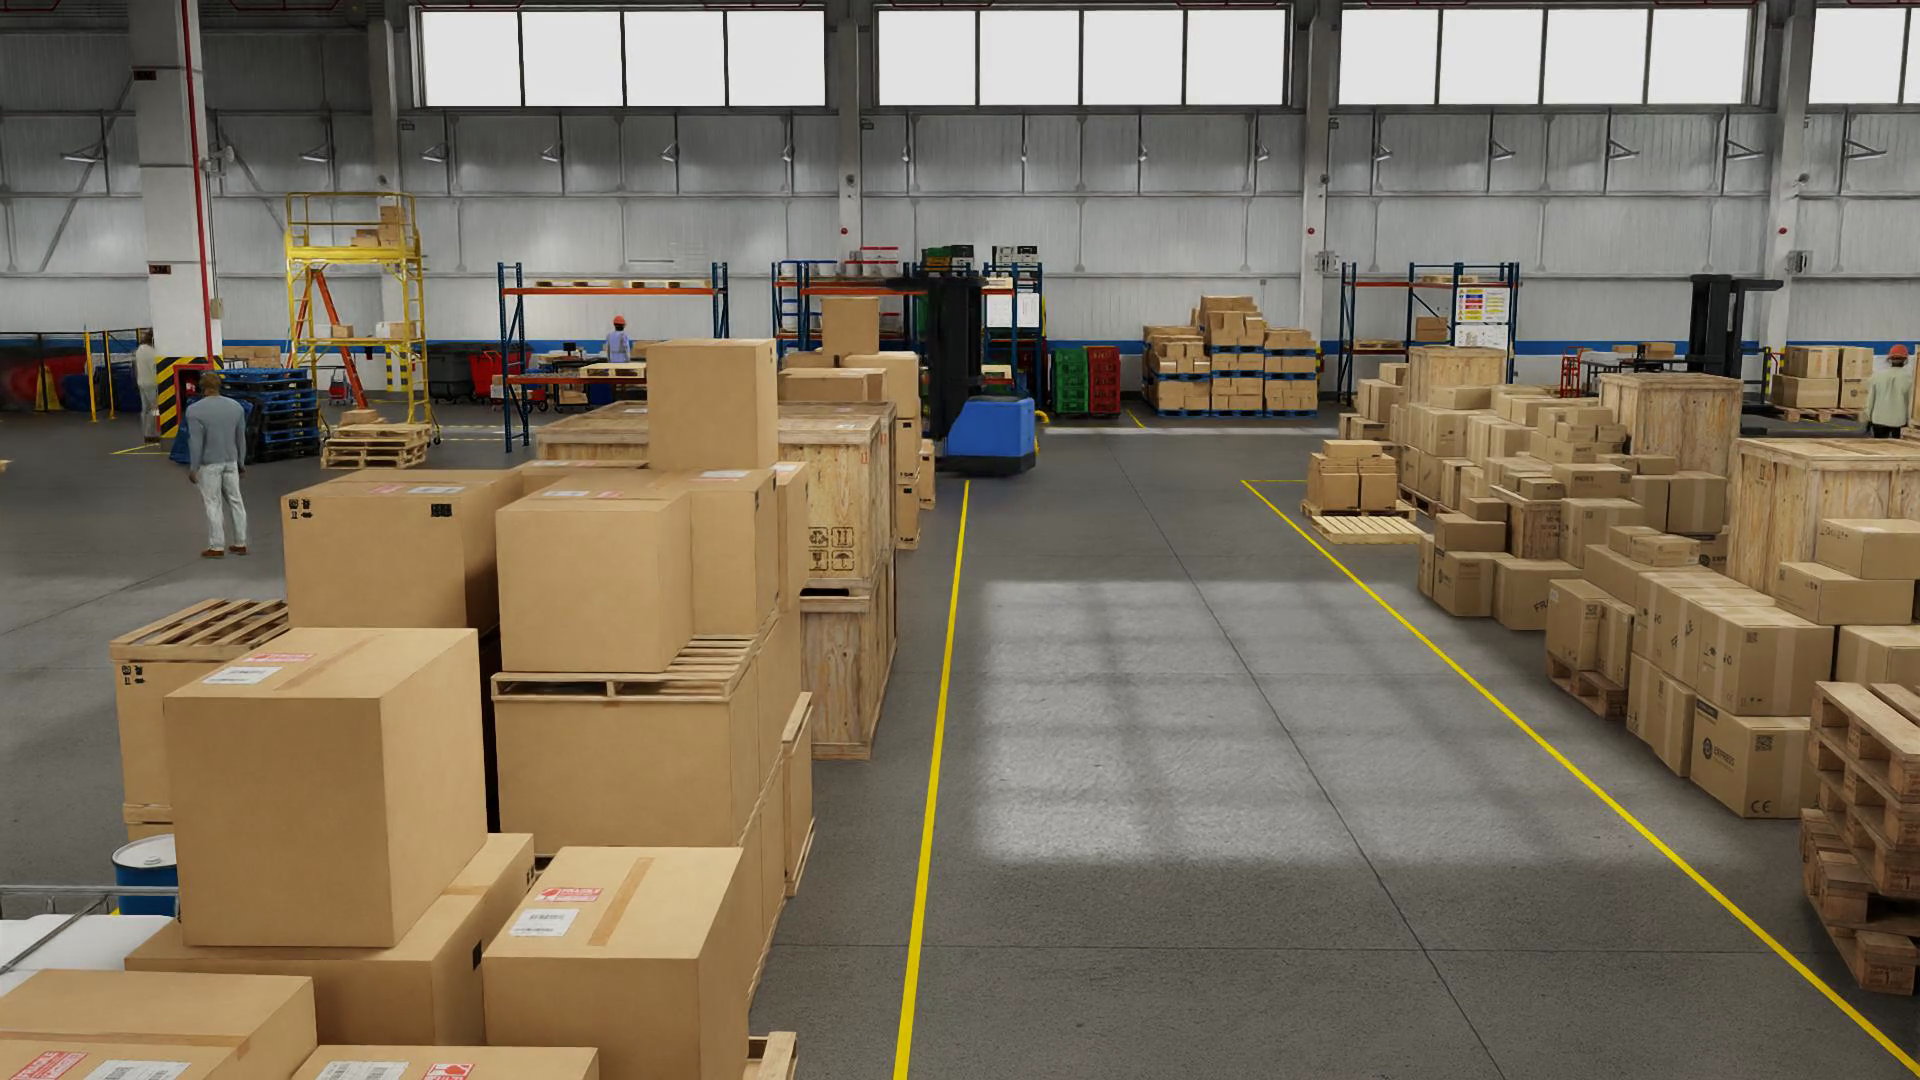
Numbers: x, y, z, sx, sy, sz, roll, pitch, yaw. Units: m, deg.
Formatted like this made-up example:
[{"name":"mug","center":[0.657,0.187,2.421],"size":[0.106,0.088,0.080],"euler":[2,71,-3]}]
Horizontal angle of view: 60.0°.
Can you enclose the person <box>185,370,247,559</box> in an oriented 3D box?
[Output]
[{"name":"person","center":[-7.617,-0.770,17.066],"size":[0.353,1.937,0.635],"euler":[6,11,31]}]

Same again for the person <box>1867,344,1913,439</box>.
[{"name":"person","center":[12.143,-1.559,21.688],"size":[0.621,1.977,0.464],"euler":[9,13,42]}]

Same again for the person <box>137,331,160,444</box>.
[{"name":"person","center":[-13.635,-2.559,27.935],"size":[0.672,1.902,0.432],"euler":[7,12,38]}]

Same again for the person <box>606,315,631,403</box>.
[{"name":"person","center":[-7.078,-3.697,34.604],"size":[0.551,1.933,0.369],"euler":[4,10,23]}]

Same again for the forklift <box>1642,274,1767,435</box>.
[{"name":"forklift","center":[13.101,-3.274,29.247],"size":[1.873,2.768,1.129],"euler":[0,9,1]}]

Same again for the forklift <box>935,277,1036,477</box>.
[{"name":"forklift","center":[0.083,-2.367,23.815],"size":[1.873,2.768,1.129],"euler":[3,10,16]}]
